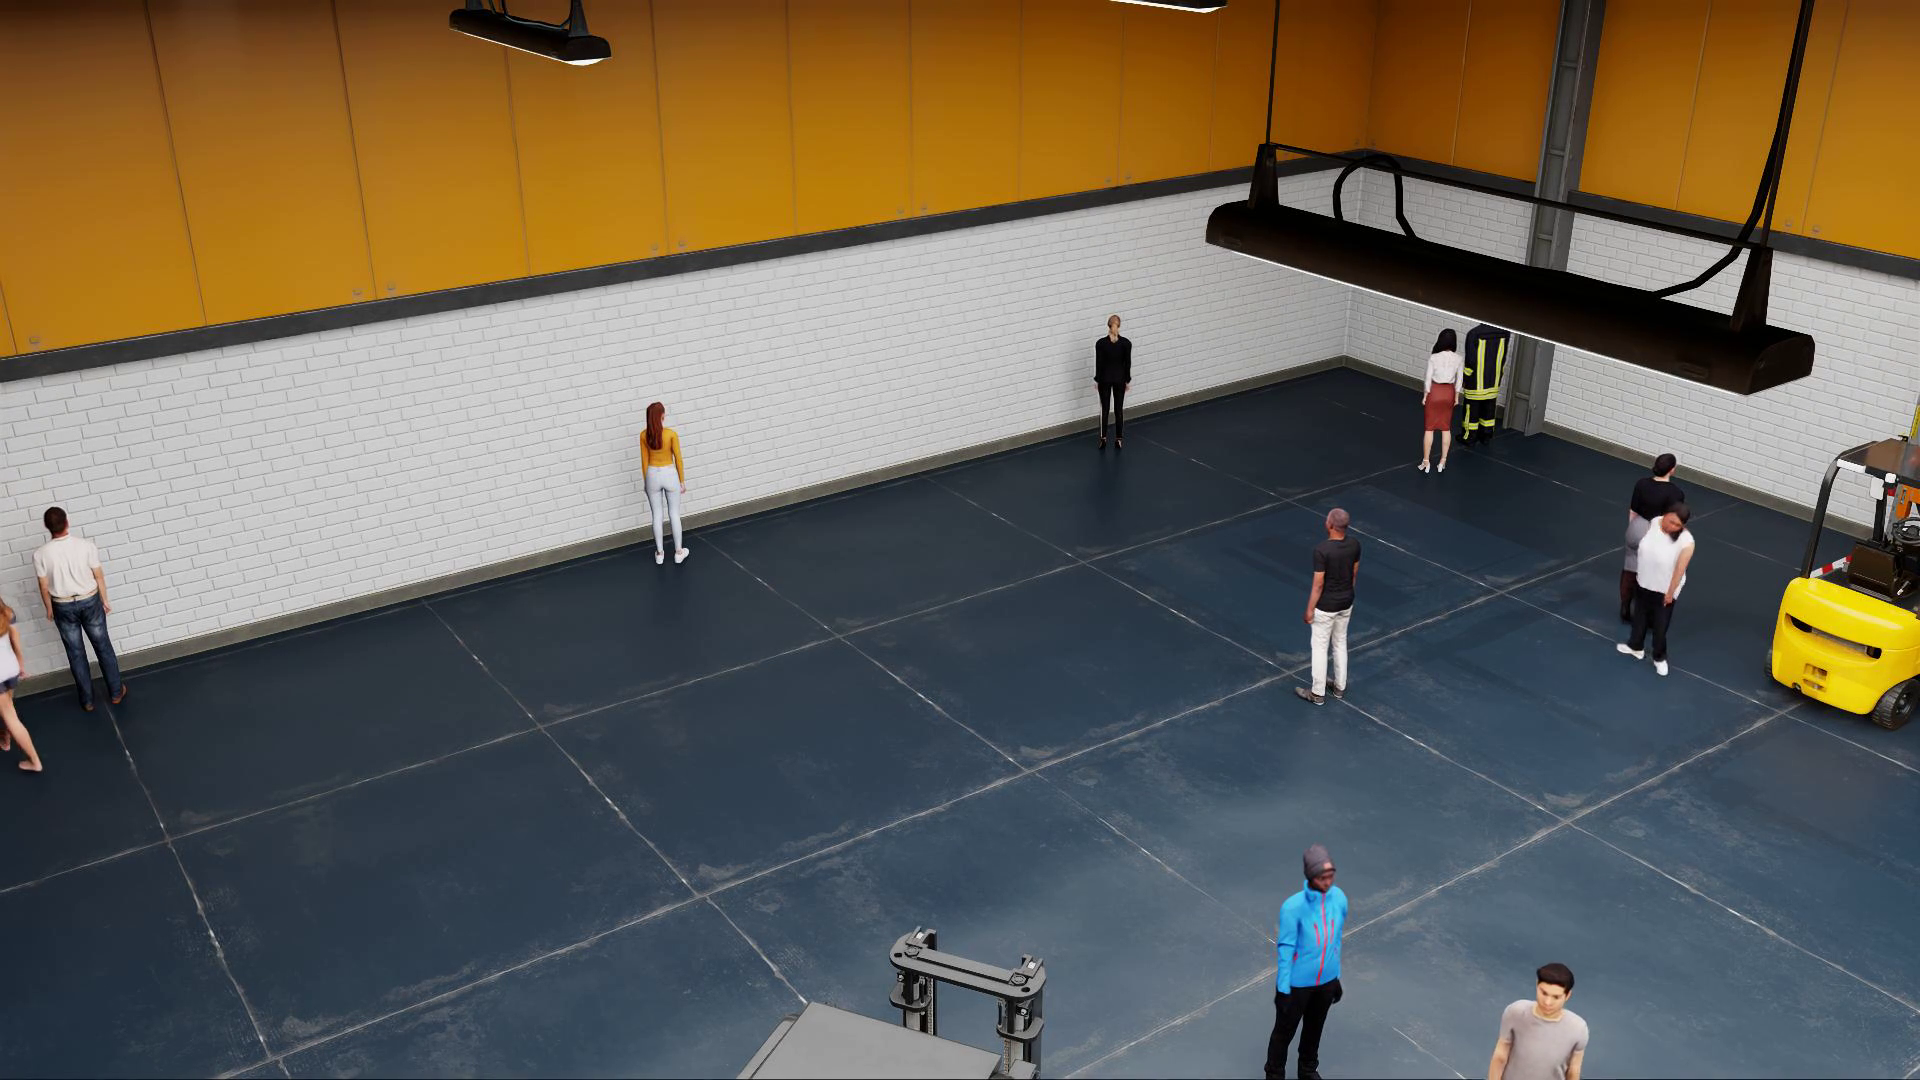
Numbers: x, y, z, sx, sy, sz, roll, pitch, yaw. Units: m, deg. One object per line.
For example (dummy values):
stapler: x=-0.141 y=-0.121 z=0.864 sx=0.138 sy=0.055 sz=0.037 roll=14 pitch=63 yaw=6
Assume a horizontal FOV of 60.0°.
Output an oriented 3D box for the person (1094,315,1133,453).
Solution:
person: x=1.854 y=-1.909 z=20.252 sx=0.700 sy=1.707 sz=0.726 roll=0 pitch=24 yaw=0

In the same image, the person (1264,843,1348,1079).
person: x=2.053 y=2.583 z=9.868 sx=0.642 sy=1.794 sz=0.596 roll=-11 pitch=26 yaw=-23

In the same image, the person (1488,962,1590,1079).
person: x=3.125 y=2.983 z=9.082 sx=1.127 sy=1.691 sz=0.981 roll=13 pitch=27 yaw=28

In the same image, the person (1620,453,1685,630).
person: x=6.562 y=0.007 z=15.803 sx=0.723 sy=1.759 sz=0.563 roll=-18 pitch=29 yaw=-35

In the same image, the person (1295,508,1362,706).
person: x=3.229 y=0.569 z=14.462 sx=0.687 sy=1.804 sz=0.602 roll=-13 pitch=27 yaw=-27

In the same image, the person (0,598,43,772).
person: x=-7.679 y=1.108 z=13.359 sx=1.044 sy=1.699 sz=0.928 roll=8 pitch=25 yaw=18

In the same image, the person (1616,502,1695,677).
person: x=6.311 y=0.361 z=15.116 sx=0.908 sy=1.661 sz=0.705 roll=-2 pitch=24 yaw=-4

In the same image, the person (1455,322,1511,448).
person: x=6.432 y=-2.055 z=20.442 sx=0.843 sy=1.821 sz=0.819 roll=-5 pitch=24 yaw=-11

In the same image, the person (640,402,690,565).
person: x=-3.078 y=-0.598 z=17.201 sx=0.679 sy=1.749 sz=0.704 roll=0 pitch=24 yaw=-1

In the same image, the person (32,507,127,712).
person: x=-7.626 y=0.585 z=14.364 sx=0.678 sy=1.854 sz=0.601 roll=-12 pitch=26 yaw=-25

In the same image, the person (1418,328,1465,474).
person: x=5.656 y=-1.641 z=19.586 sx=0.673 sy=1.751 sz=0.690 roll=-1 pitch=24 yaw=-1
